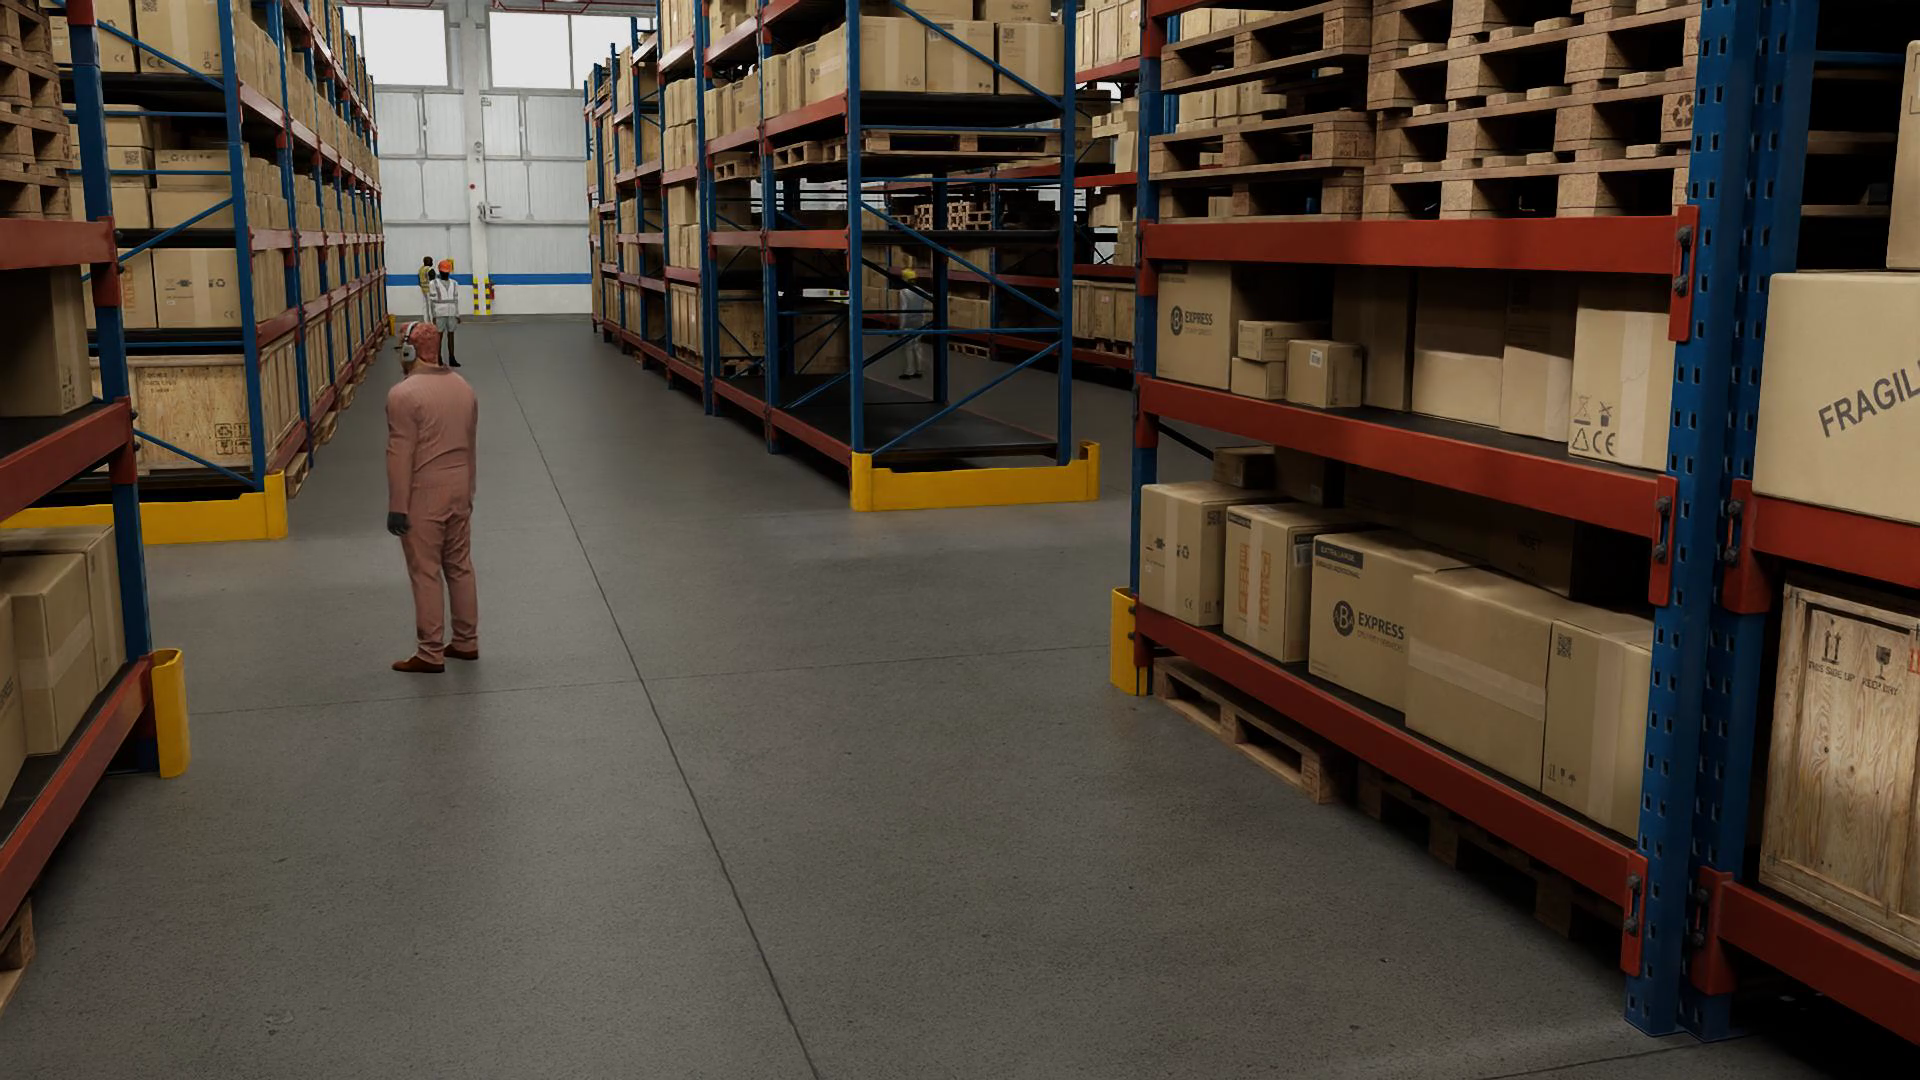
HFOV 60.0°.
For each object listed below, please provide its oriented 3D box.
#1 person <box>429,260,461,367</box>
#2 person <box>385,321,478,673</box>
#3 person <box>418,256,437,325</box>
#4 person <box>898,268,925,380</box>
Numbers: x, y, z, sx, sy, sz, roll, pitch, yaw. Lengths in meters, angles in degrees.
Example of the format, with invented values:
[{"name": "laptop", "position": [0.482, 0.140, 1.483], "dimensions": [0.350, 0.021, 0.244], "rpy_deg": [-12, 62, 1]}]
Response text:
[{"name": "person", "position": [-9.288, -4.081, 30.056], "dimensions": [0.543, 1.928, 0.370], "rpy_deg": [-10, 14, -42]}, {"name": "person", "position": [-2.890, -0.234, 9.055], "dimensions": [0.399, 1.900, 0.643], "rpy_deg": [4, 11, 20]}, {"name": "person", "position": [-13.850, -6.479, 43.438], "dimensions": [0.625, 1.844, 0.429], "rpy_deg": [8, 13, 38]}, {"name": "person", "position": [-0.821, -3.547, 27.390], "dimensions": [0.403, 1.830, 0.599], "rpy_deg": [8, 13, 37]}]
